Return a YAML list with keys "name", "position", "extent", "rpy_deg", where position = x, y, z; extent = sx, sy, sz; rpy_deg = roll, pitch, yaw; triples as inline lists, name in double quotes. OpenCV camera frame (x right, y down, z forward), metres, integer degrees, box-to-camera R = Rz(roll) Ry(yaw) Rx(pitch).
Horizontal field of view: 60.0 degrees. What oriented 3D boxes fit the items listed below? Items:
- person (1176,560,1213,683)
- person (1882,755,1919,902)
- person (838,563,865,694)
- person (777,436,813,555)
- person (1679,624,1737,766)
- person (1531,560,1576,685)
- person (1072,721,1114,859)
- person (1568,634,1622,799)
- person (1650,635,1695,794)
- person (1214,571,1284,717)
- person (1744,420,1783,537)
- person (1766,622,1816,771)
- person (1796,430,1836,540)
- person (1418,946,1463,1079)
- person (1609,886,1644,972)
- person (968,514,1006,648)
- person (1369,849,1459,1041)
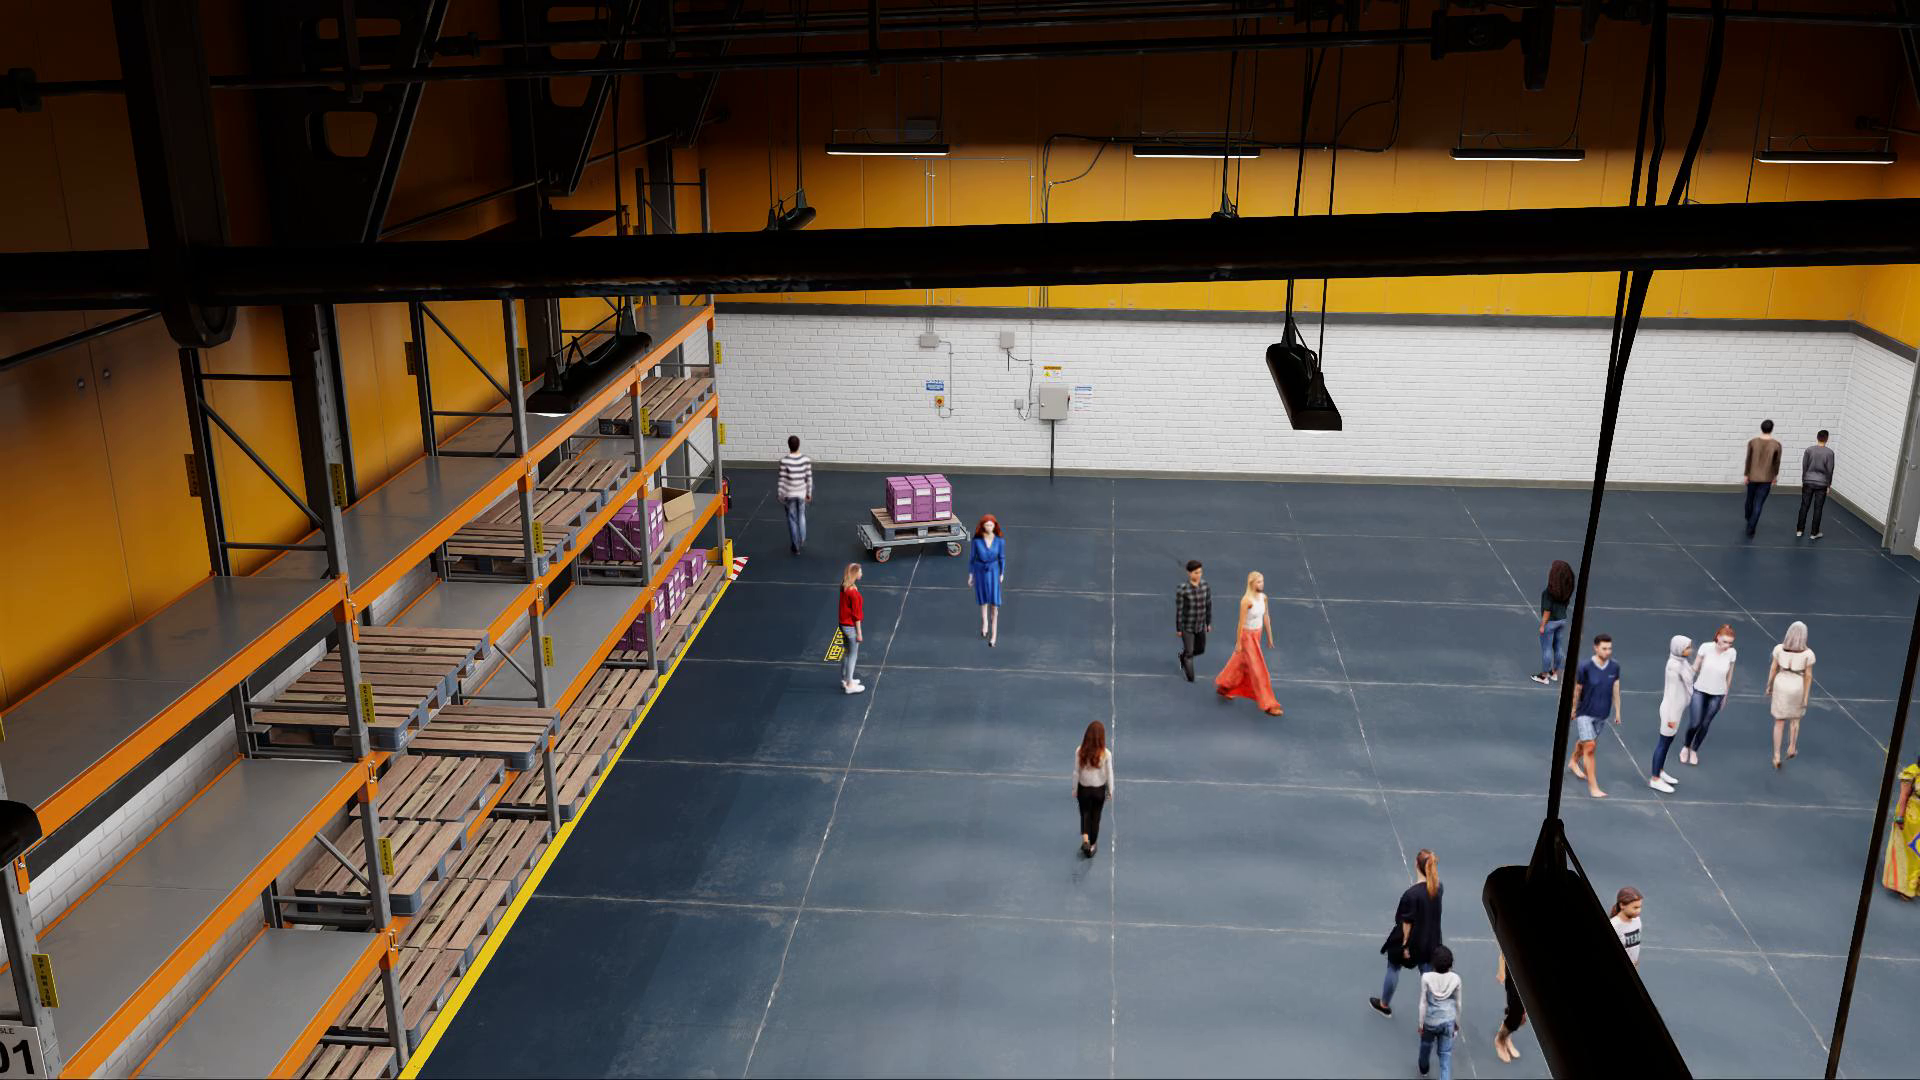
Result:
- name: "person"
  position: [2.952, 1.047, 21.215]
  extent: [0.929, 1.697, 1.044]
  rpy_deg: [-7, 20, -21]
- name: "person"
  position: [9.260, 2.660, 16.121]
  extent: [0.847, 1.648, 1.010]
  rpy_deg: [-1, 19, -4]
- name: "person"
  position: [-1.378, 1.088, 20.709]
  extent: [0.764, 1.699, 0.654]
  rpy_deg: [-10, 21, -26]
- name: "person"
  position: [-2.523, -0.673, 25.733]
  extent: [0.831, 1.831, 0.892]
  rpy_deg: [-8, 20, -23]
- name: "person"
  position: [8.452, 1.718, 18.808]
  extent: [0.660, 1.718, 0.640]
  rpy_deg: [8, 20, 21]
- name: "person"
  position: [7.506, 1.025, 21.025]
  extent: [0.712, 1.617, 0.753]
  rpy_deg: [-10, 21, -27]
- name: "person"
  position: [1.313, 2.544, 16.735]
  extent: [0.598, 1.475, 0.581]
  rpy_deg: [5, 19, 13]
- name: "person"
  position: [6.911, 1.863, 18.262]
  extent: [0.829, 1.792, 1.230]
  rpy_deg: [-3, 19, -9]
- name: "person"
  position: [7.804, 1.880, 18.237]
  extent: [0.749, 1.775, 0.628]
  rpy_deg: [12, 22, 32]
- name: "person"
  position: [3.455, 1.227, 20.220]
  extent: [1.252, 1.748, 1.234]
  rpy_deg: [-18, 25, -42]
- name: "person"
  position: [12.753, -0.962, 26.557]
  extent: [0.992, 1.851, 1.152]
  rpy_deg: [14, 23, 36]
- name: "person"
  position: [9.269, 1.772, 18.643]
  extent: [0.849, 1.721, 0.947]
  rpy_deg: [14, 23, 37]
- name: "person"
  position: [13.646, -0.900, 26.516]
  extent: [0.703, 1.761, 0.727]
  rpy_deg: [15, 24, 37]
- name: "person"
  position: [3.818, 3.840, 13.245]
  extent: [0.521, 1.248, 0.854]
  rpy_deg: [3, 19, 9]
- name: "person"
  position: [5.384, 3.533, 13.662]
  extent: [0.617, 1.563, 0.654]
  rpy_deg: [-9, 20, -24]
- name: "person"
  position: [0.357, 0.496, 22.323]
  extent: [0.631, 1.791, 1.021]
  rpy_deg: [2, 19, 5]
- name: "person"
  position: [3.917, 3.407, 13.906]
  extent: [0.980, 1.646, 1.176]
  rpy_deg: [-10, 21, -27]
